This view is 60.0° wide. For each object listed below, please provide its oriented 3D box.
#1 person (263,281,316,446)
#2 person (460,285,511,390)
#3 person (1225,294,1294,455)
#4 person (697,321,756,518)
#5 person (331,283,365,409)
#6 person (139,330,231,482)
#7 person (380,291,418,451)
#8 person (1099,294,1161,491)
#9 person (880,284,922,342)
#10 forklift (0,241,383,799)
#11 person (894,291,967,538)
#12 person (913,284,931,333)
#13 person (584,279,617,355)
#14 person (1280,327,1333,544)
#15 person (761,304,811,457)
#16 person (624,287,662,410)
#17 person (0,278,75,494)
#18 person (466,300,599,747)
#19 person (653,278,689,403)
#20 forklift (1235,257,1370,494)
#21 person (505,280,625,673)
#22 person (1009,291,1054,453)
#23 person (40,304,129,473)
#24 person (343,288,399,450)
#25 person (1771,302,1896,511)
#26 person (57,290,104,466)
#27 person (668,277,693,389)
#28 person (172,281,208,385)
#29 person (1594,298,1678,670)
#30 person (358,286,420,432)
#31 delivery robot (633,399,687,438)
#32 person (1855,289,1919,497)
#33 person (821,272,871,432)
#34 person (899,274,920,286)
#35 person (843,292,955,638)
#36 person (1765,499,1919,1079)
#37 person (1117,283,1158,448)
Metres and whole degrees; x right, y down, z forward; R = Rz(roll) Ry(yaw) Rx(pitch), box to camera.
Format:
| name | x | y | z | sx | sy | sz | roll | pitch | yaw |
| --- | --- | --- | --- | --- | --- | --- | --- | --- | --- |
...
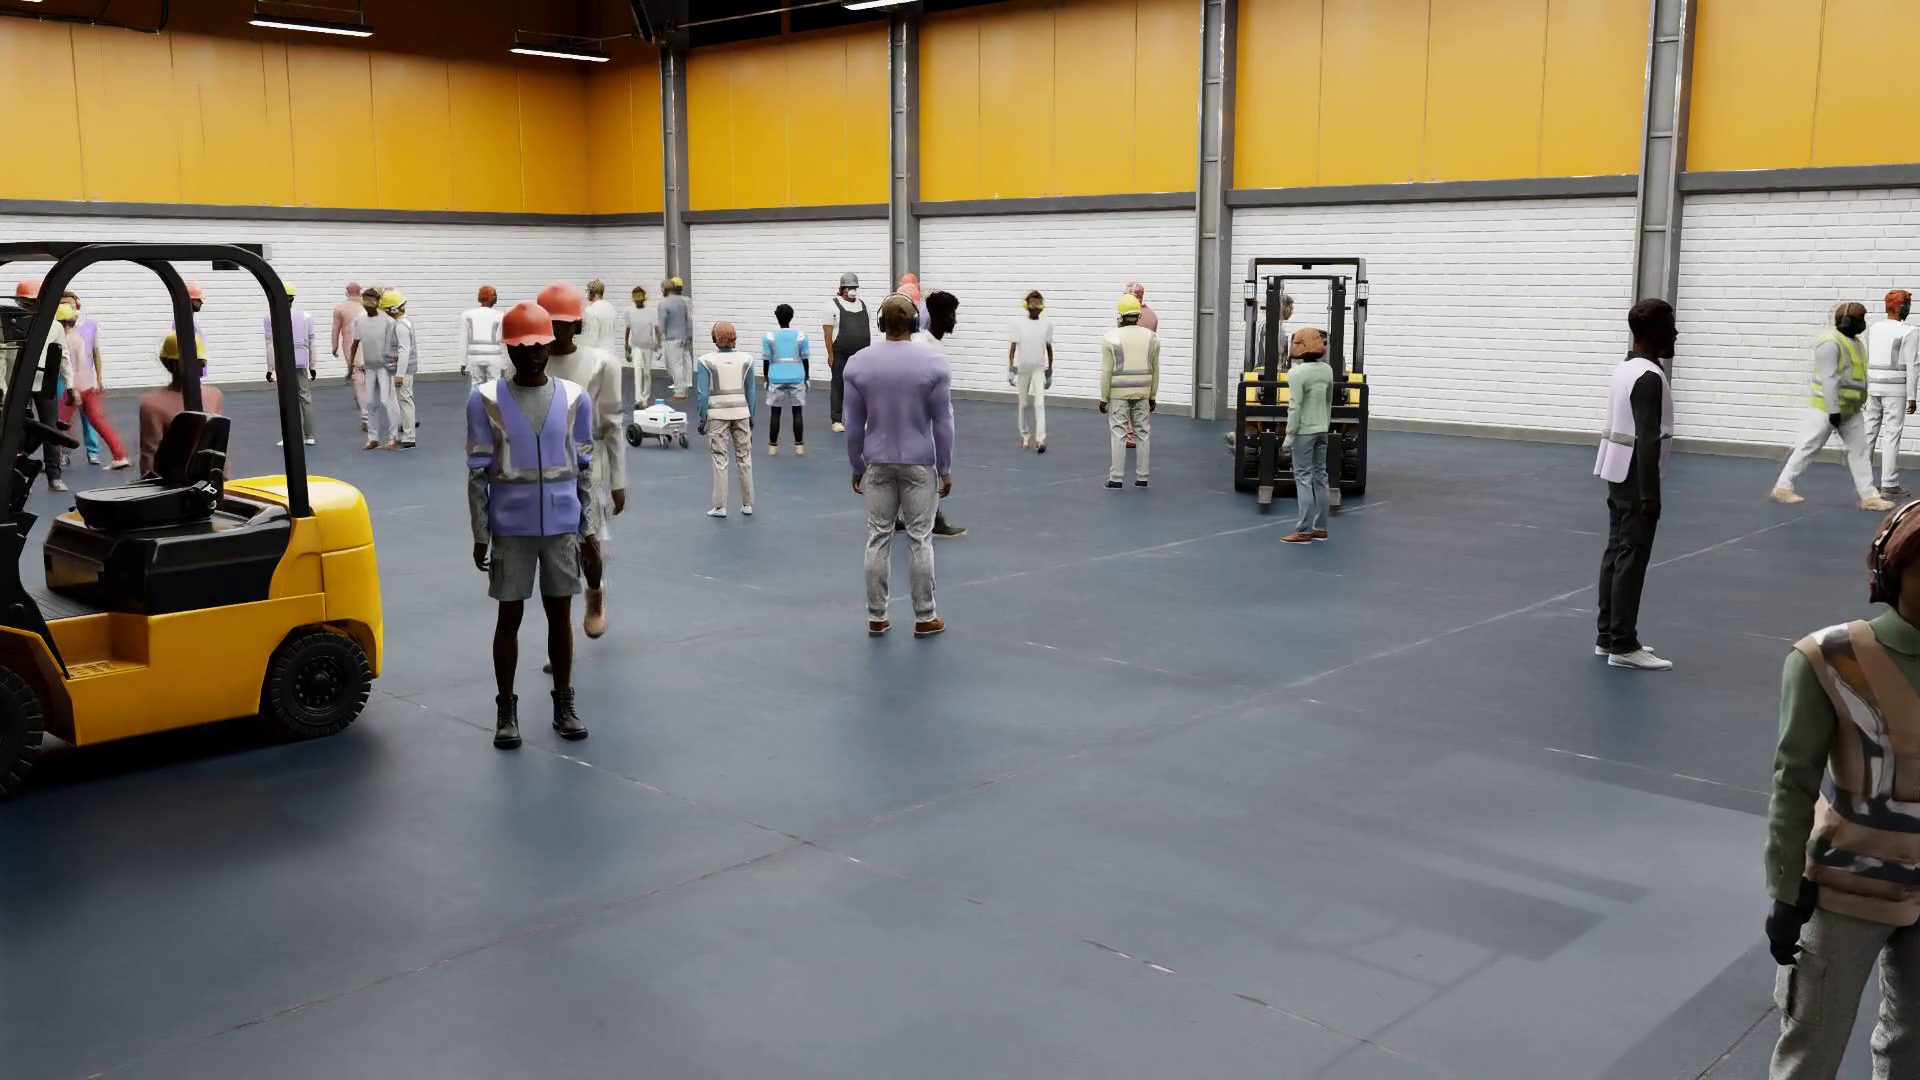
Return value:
| name | x | y | z | sx | sy | sz | roll | pitch | yaw |
| --- | --- | --- | --- | --- | --- | --- | --- | --- | --- |
| person | -7.815 | -2.046 | 19.404 | 0.594 | 1.924 | 0.382 | -9 | 13 | -44 |
| person | -5.784 | -2.179 | 20.415 | 0.613 | 1.874 | 0.543 | 0 | 9 | 0 |
| person | 3.227 | -1.708 | 17.693 | 0.650 | 1.812 | 0.535 | -1 | 9 | -4 |
| person | -1.943 | -1.002 | 13.880 | 0.515 | 1.641 | 0.314 | -5 | 10 | -27 |
| person | -9.020 | -2.892 | 24.788 | 0.676 | 1.853 | 0.975 | -7 | 11 | -35 |
| person | -4.246 | -0.278 | 9.061 | 0.548 | 1.752 | 0.551 | 4 | 10 | 22 |
| person | -6.415 | -1.934 | 19.044 | 0.403 | 1.822 | 0.588 | -3 | 10 | -16 |
| person | 1.569 | -1.367 | 15.517 | 0.590 | 1.837 | 0.403 | -3 | 10 | -18 |
| person | -0.498 | -1.373 | 15.257 | 0.376 | 1.934 | 0.547 | 5 | 11 | 30 |
| forklift | -3.706 | -0.171 | 7.093 | 1.214 | 2.155 | 2.313 | 9 | 13 | 43 |
| person | -0.311 | -0.959 | 12.859 | 0.702 | 1.908 | 0.612 | 0 | 9 | 3 |
| person | -0.662 | -2.689 | 23.574 | 0.672 | 1.849 | 1.010 | 0 | 9 | 0 |
| person | -4.561 | -2.321 | 21.056 | 0.373 | 1.941 | 0.627 | 3 | 10 | 15 |
| person | 2.622 | -0.785 | 12.567 | 0.501 | 1.632 | 0.280 | -8 | 12 | -41 |
| person | -1.916 | -1.755 | 18.342 | 0.538 | 1.694 | 0.320 | -1 | 9 | -6 |
| person | -4.642 | -2.796 | 24.371 | 0.540 | 1.808 | 0.995 | -2 | 9 | -10 |
| person | -8.578 | -1.423 | 15.416 | 0.647 | 1.983 | 0.428 | -9 | 13 | -42 |
| person | -1.841 | -0.065 | 7.228 | 0.551 | 1.935 | 0.375 | -4 | 10 | -25 |
| person | -4.482 | -3.086 | 25.810 | 0.589 | 1.921 | 0.638 | 3 | 10 | 19 |
| forklift | 3.309 | -1.629 | 16.029 | 1.214 | 2.155 | 2.313 | 2 | 9 | 11 |
| person | -2.055 | -0.347 | 8.715 | 0.618 | 2.017 | 0.678 | -1 | 9 | -3 |
| person | 0.811 | -1.899 | 18.840 | 0.522 | 1.820 | 0.945 | 0 | 9 | 0 |
| person | -9.021 | -1.536 | 16.963 | 0.937 | 1.715 | 0.526 | -1 | 9 | -9 |
| person | -6.700 | -1.949 | 19.022 | 0.662 | 1.856 | 0.370 | 2 | 10 | 13 |
| person | 7.610 | -1.166 | 14.445 | 0.643 | 1.793 | 0.996 | -7 | 12 | -36 |
| person | -9.355 | -1.705 | 17.557 | 0.564 | 1.848 | 0.388 | -5 | 10 | -26 |
| person | -4.873 | -3.581 | 28.821 | 0.372 | 1.923 | 0.594 | 6 | 11 | 31 |
| person | -8.089 | -1.753 | 17.572 | 0.356 | 1.936 | 0.551 | -6 | 11 | -33 |
| person | 3.533 | -0.296 | 8.695 | 0.391 | 1.922 | 0.591 | 1 | 9 | 9 |
| person | -7.266 | -2.271 | 21.020 | 0.999 | 1.840 | 0.692 | 8 | 12 | 39 |
| delivery robot | -3.480 | -1.391 | 19.295 | 0.477 | 0.478 | 0.707 | -8 | 12 | -42 |
| person | 8.464 | -1.333 | 15.175 | 0.337 | 1.879 | 0.585 | -4 | 10 | -22 |
| person | -1.388 | -2.405 | 21.261 | 0.684 | 2.000 | 0.538 | -6 | 11 | -33 |
| person | -0.818 | -3.189 | 26.203 | 0.395 | 1.993 | 0.614 | 0 | 9 | 3 |
| person | -0.336 | -0.409 | 9.335 | 0.630 | 1.940 | 0.372 | 2 | 9 | 11 |
| person | 1.850 | 0.724 | 3.300 | 0.522 | 1.638 | 0.311 | 0 | 9 | -1 |
| person | 2.006 | -2.022 | 19.316 | 0.409 | 1.908 | 0.652 | 8 | 12 | 40 |
